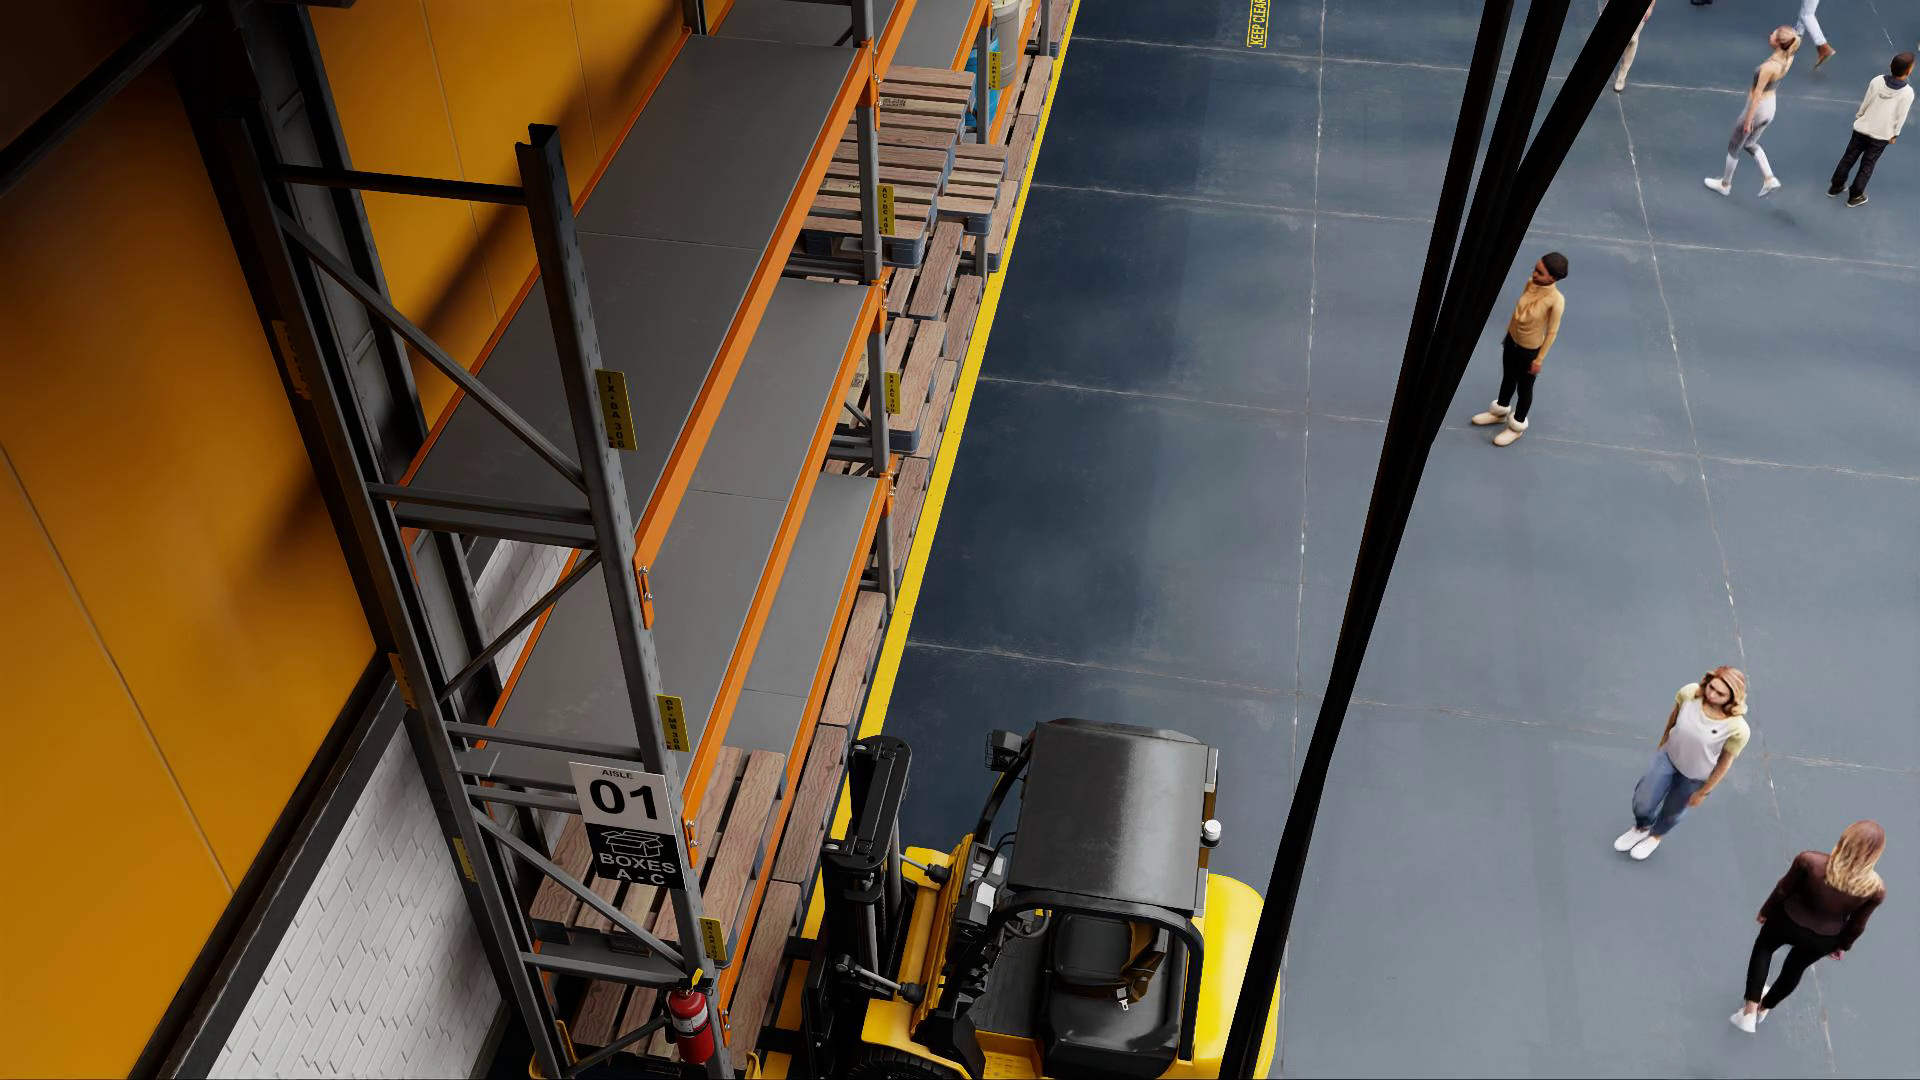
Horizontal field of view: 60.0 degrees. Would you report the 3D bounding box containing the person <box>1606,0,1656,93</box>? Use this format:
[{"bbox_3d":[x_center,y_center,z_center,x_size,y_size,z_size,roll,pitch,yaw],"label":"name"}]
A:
[{"bbox_3d":[6.697,-5.406,16.546,0.719,1.847,0.690,23,48,23],"label":"person"}]

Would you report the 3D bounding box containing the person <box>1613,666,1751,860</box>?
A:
[{"bbox_3d":[4.271,1.278,9.629,0.809,1.712,0.754,-28,50,-26],"label":"person"}]

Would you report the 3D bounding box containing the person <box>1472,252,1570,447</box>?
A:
[{"bbox_3d":[4.279,-1.467,12.548,0.748,1.660,0.662,-16,46,-16],"label":"person"}]

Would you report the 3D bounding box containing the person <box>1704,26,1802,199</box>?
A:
[{"bbox_3d":[7.258,-3.805,14.980,0.909,1.691,0.969,-27,50,-26],"label":"person"}]

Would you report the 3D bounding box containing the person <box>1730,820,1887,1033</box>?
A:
[{"bbox_3d":[4.440,2.109,8.772,0.737,1.691,0.821,20,47,20],"label":"person"}]

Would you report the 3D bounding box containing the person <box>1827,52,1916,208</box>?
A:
[{"bbox_3d":[8.278,-3.724,15.068,0.695,1.452,0.640,-27,50,-25],"label":"person"}]
